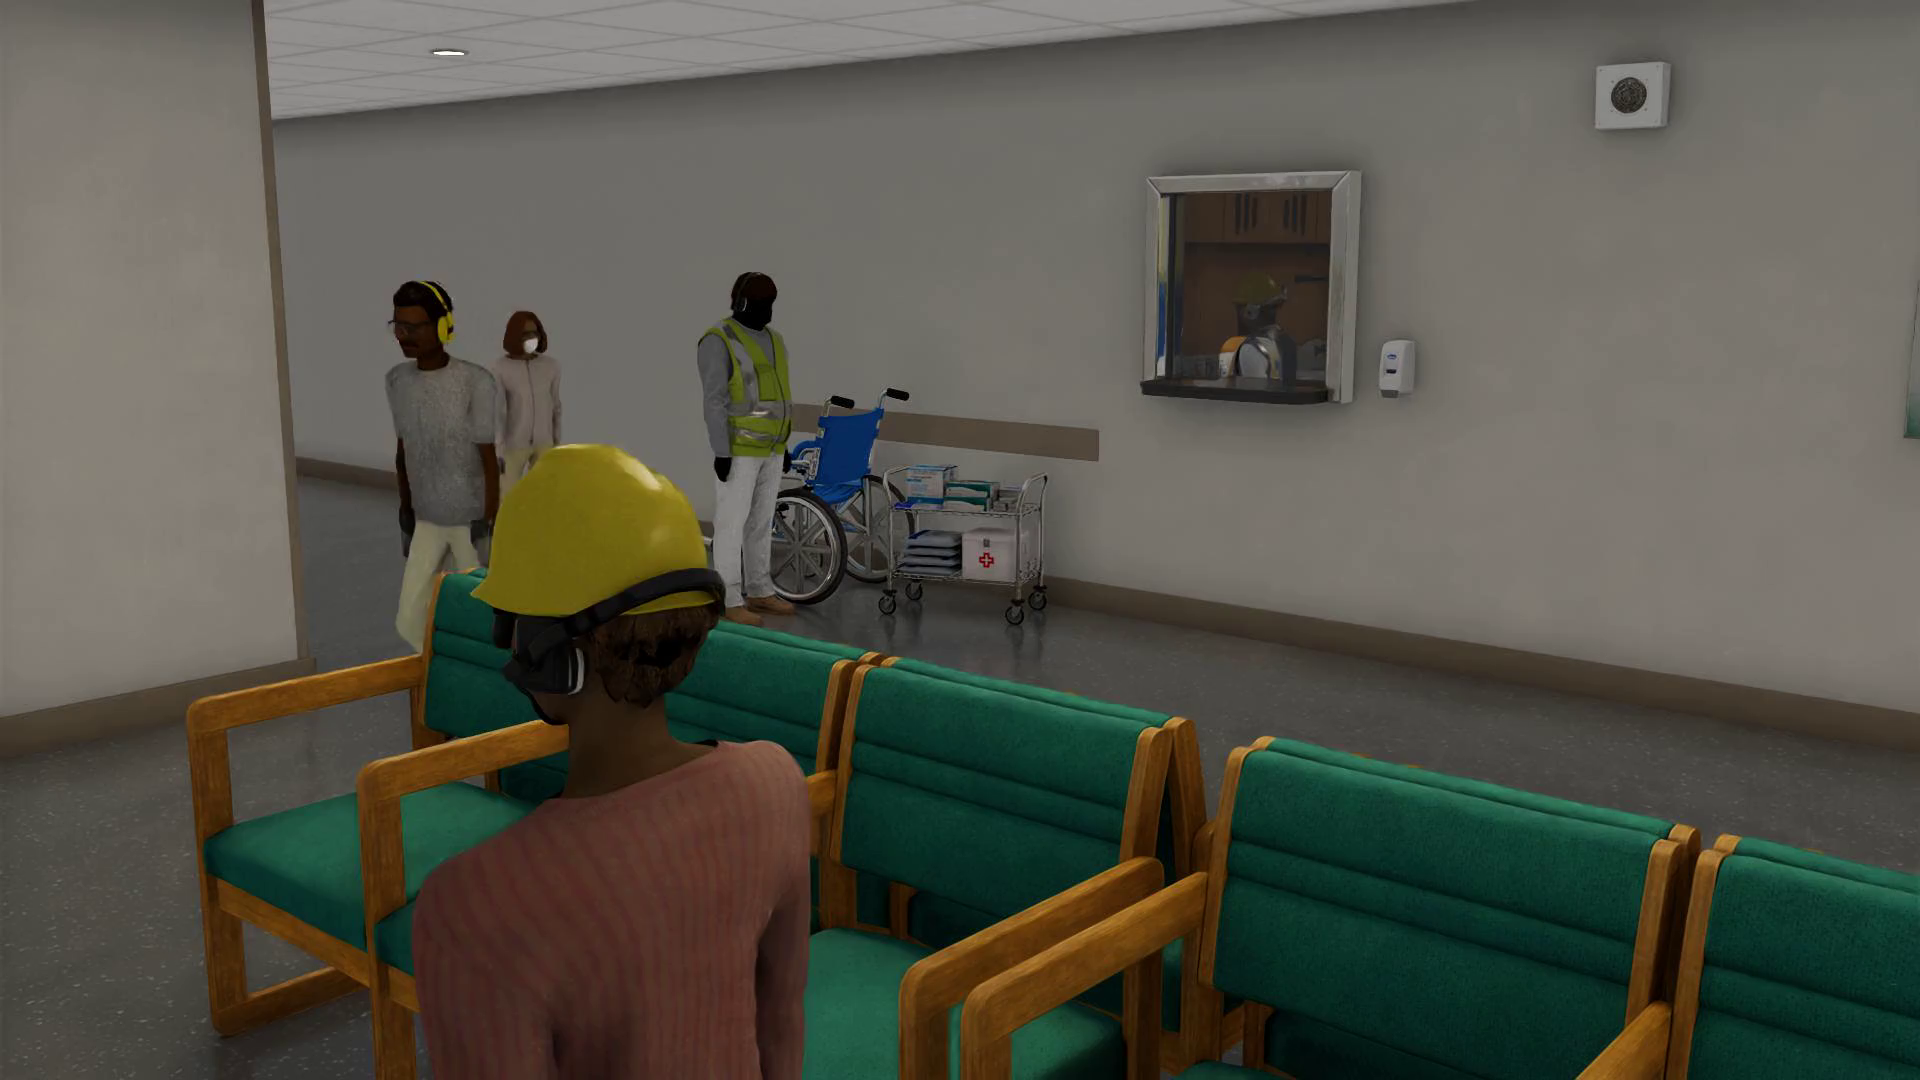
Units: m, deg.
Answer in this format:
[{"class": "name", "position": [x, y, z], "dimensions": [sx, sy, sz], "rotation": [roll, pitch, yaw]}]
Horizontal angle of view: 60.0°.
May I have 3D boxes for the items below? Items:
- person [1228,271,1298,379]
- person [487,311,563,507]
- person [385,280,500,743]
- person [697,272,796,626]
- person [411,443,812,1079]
[{"class": "person", "position": [1.603, -0.527, 9.004], "dimensions": [0.404, 1.830, 0.599], "rotation": [5, 11, 28]}, {"class": "person", "position": [-2.489, -0.528, 9.685], "dimensions": [0.528, 1.583, 0.852], "rotation": [-9, 13, -41]}, {"class": "person", "position": [-1.929, -0.049, 6.278], "dimensions": [0.517, 1.844, 0.432], "rotation": [3, 10, 17]}, {"class": "person", "position": [-1.086, -0.476, 8.713], "dimensions": [0.430, 1.838, 0.619], "rotation": [6, 11, 29]}, {"class": "person", "position": [-0.351, 0.781, 1.754], "dimensions": [0.316, 1.769, 0.525], "rotation": [6, 12, 30]}]
